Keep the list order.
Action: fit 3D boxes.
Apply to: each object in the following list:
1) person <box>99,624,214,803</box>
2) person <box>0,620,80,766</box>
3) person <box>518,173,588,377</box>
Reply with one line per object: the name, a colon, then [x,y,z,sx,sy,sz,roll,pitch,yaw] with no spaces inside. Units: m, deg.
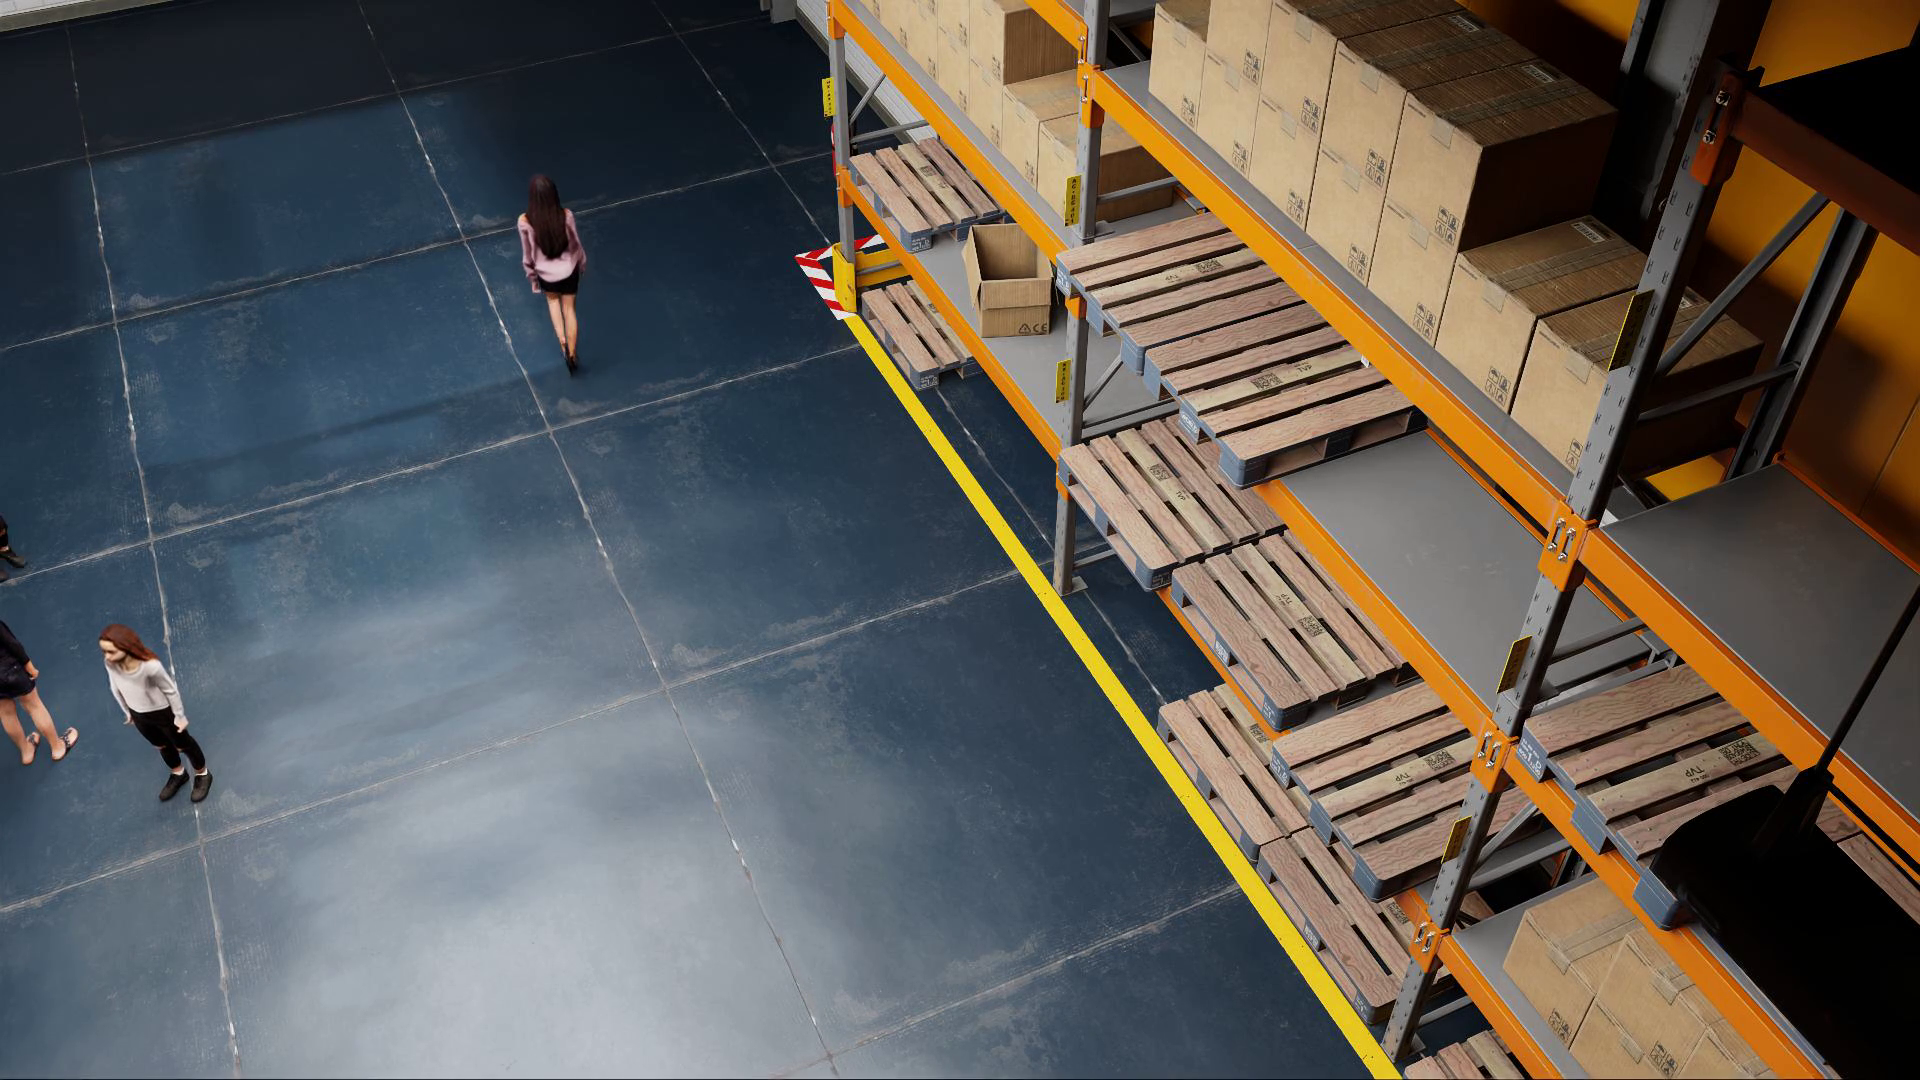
person: [-4.905,1.033,10.134,0.611,1.484,0.637,6,44,6]
person: [-5.977,0.805,10.322,0.607,1.555,0.620,-5,44,-5]
person: [-3.163,-2.030,13.121,0.695,1.799,0.688,-8,44,-9]
